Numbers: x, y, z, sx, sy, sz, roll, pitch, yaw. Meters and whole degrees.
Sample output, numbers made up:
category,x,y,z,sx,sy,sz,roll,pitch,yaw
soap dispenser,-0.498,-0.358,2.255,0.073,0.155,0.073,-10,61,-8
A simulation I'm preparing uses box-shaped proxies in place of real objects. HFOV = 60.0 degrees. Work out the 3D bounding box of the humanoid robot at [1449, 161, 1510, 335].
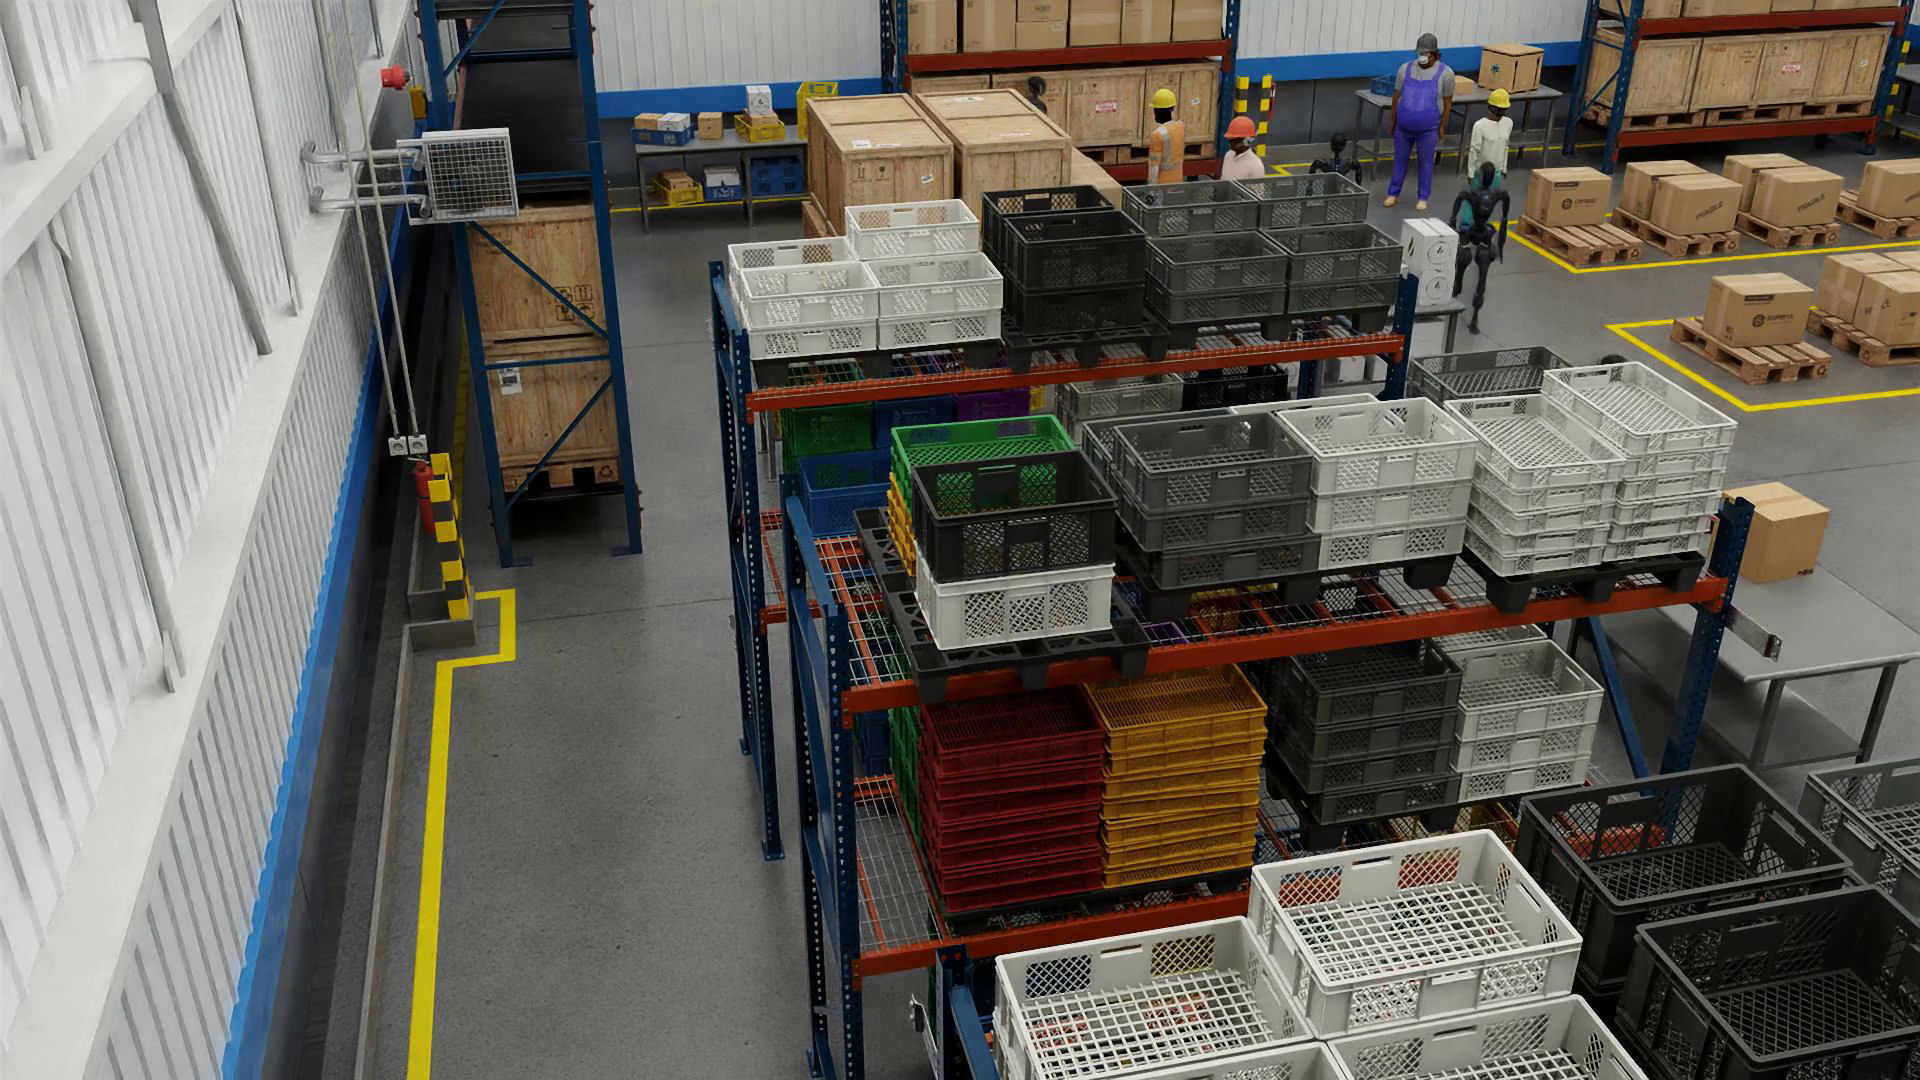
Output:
category,x,y,z,sx,sy,sz,roll,pitch,yaw
humanoid robot,4.955,-2.872,16.025,0.593,1.628,0.711,3,28,5

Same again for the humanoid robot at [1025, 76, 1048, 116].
category,x,y,z,sx,sy,sz,roll,pitch,yaw
humanoid robot,0.881,-4.498,19.066,0.437,1.638,0.593,-1,28,-2

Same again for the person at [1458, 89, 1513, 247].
category,x,y,z,sx,sy,sz,roll,pitch,yaw
person,5.729,-4.003,18.034,0.531,1.766,0.323,-12,30,-22

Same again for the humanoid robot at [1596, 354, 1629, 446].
category,x,y,z,sx,sy,sz,roll,pitch,yaw
humanoid robot,4.353,-0.536,11.593,0.724,1.617,0.707,6,28,12

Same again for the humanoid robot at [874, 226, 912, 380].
category,x,y,z,sx,sy,sz,roll,pitch,yaw
humanoid robot,-0.533,-1.870,14.068,0.601,1.657,0.328,15,31,27

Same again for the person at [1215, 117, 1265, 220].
category,x,y,z,sx,sy,sz,roll,pitch,yaw
person,2.654,-3.090,16.071,0.398,1.991,0.647,-13,30,-22

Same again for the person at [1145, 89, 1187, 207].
category,x,y,z,sx,sy,sz,roll,pitch,yaw
person,2.114,-3.735,17.370,0.405,1.918,0.582,19,33,32

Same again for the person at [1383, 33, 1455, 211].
category,x,y,z,sx,sy,sz,roll,pitch,yaw
person,5.330,-4.865,19.378,0.687,2.000,0.540,14,31,25

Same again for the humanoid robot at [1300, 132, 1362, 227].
category,x,y,z,sx,sy,sz,roll,pitch,yaw
humanoid robot,3.738,-3.278,16.739,0.599,1.657,0.332,4,28,7
